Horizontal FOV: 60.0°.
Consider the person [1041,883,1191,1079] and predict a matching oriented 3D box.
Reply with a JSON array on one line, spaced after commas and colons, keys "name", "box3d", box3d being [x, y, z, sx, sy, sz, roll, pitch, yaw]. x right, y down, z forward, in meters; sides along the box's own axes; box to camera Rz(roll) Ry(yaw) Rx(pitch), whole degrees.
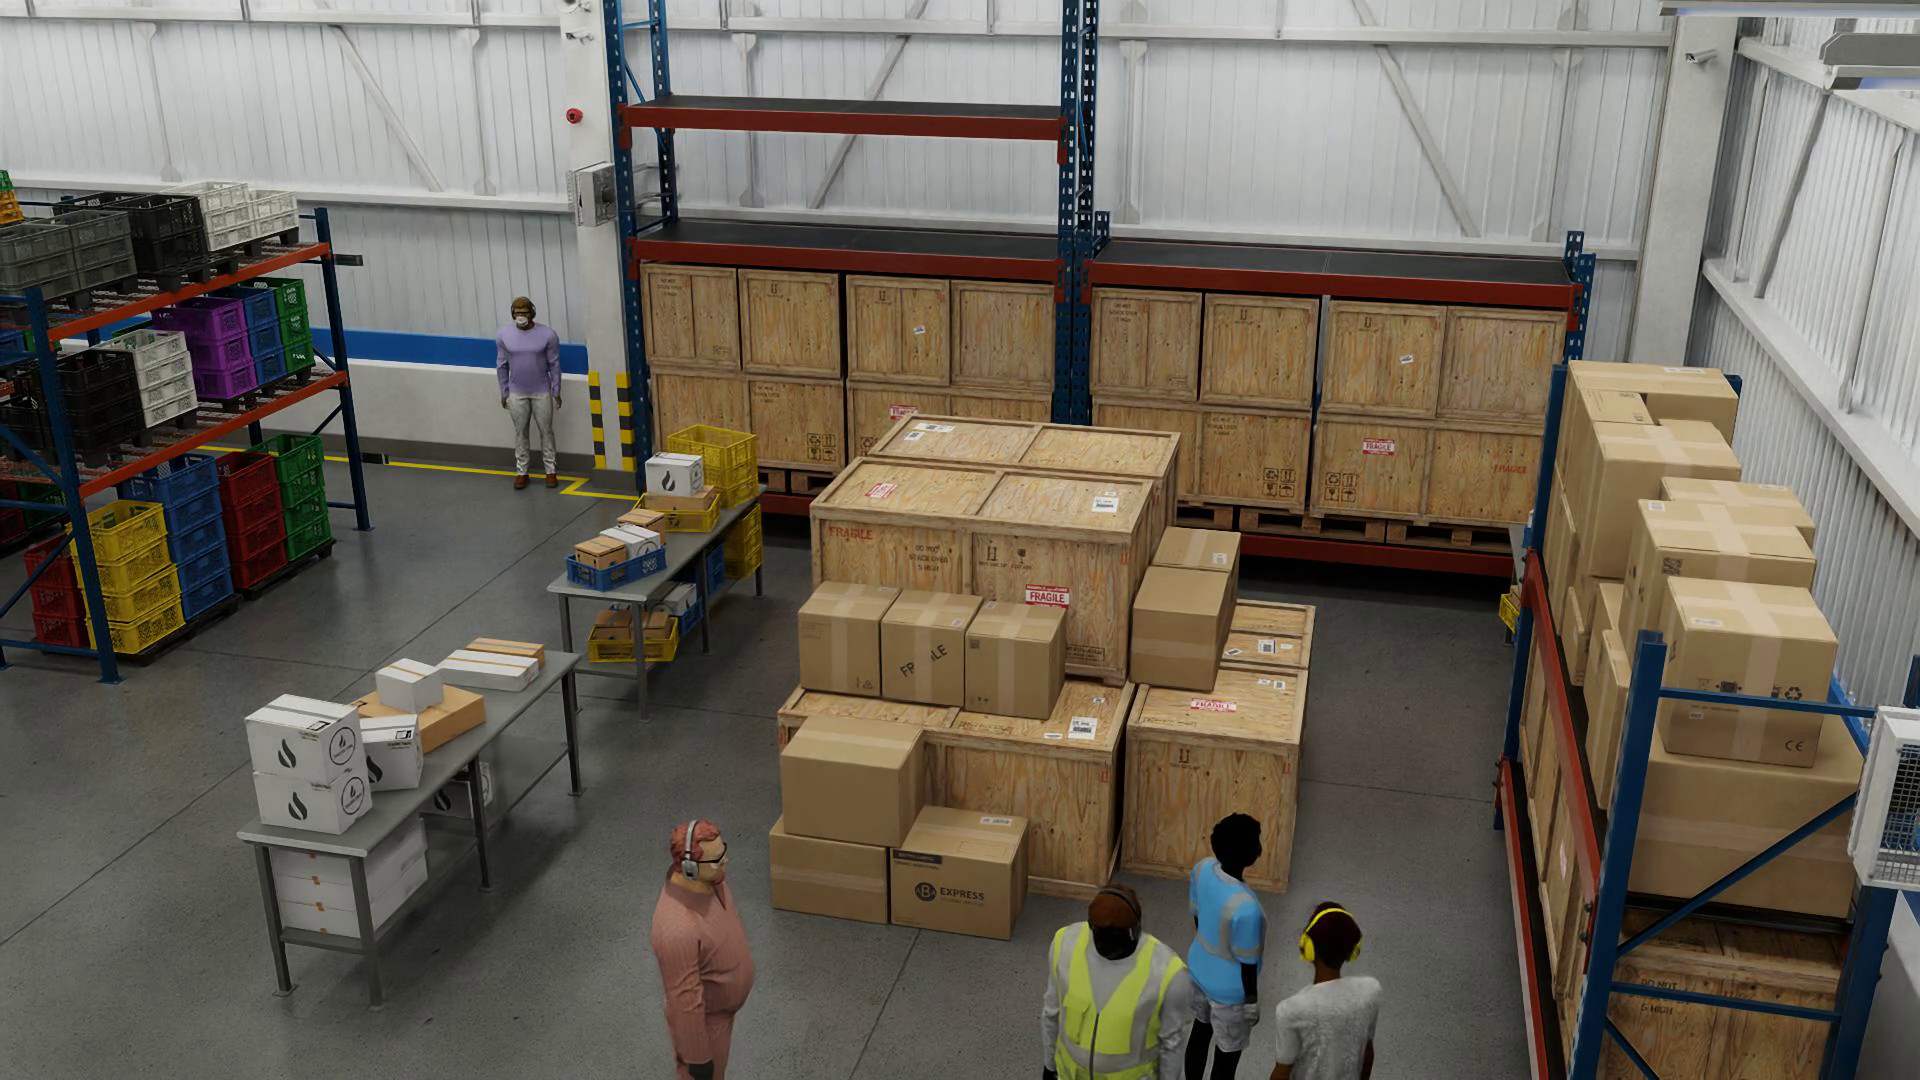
[{"name": "person", "box3d": [0.619, 2.243, 6.971, 0.627, 1.836, 0.428, 10, 23, 24]}]

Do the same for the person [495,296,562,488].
[{"name": "person", "box3d": [-4.263, -1.465, 16.522, 0.627, 1.940, 0.372, -2, 21, -5]}]

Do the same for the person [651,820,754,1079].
[{"name": "person", "box3d": [-1.100, 2.078, 7.296, 0.410, 1.909, 0.643, 0, 21, -1]}]

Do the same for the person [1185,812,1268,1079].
[{"name": "person", "box3d": [1.234, 2.030, 7.710, 0.321, 1.697, 0.529, -7, 22, -18]}]

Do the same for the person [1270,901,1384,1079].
[{"name": "person", "box3d": [1.427, 2.316, 6.754, 0.535, 1.853, 0.353, -9, 23, -23]}]
